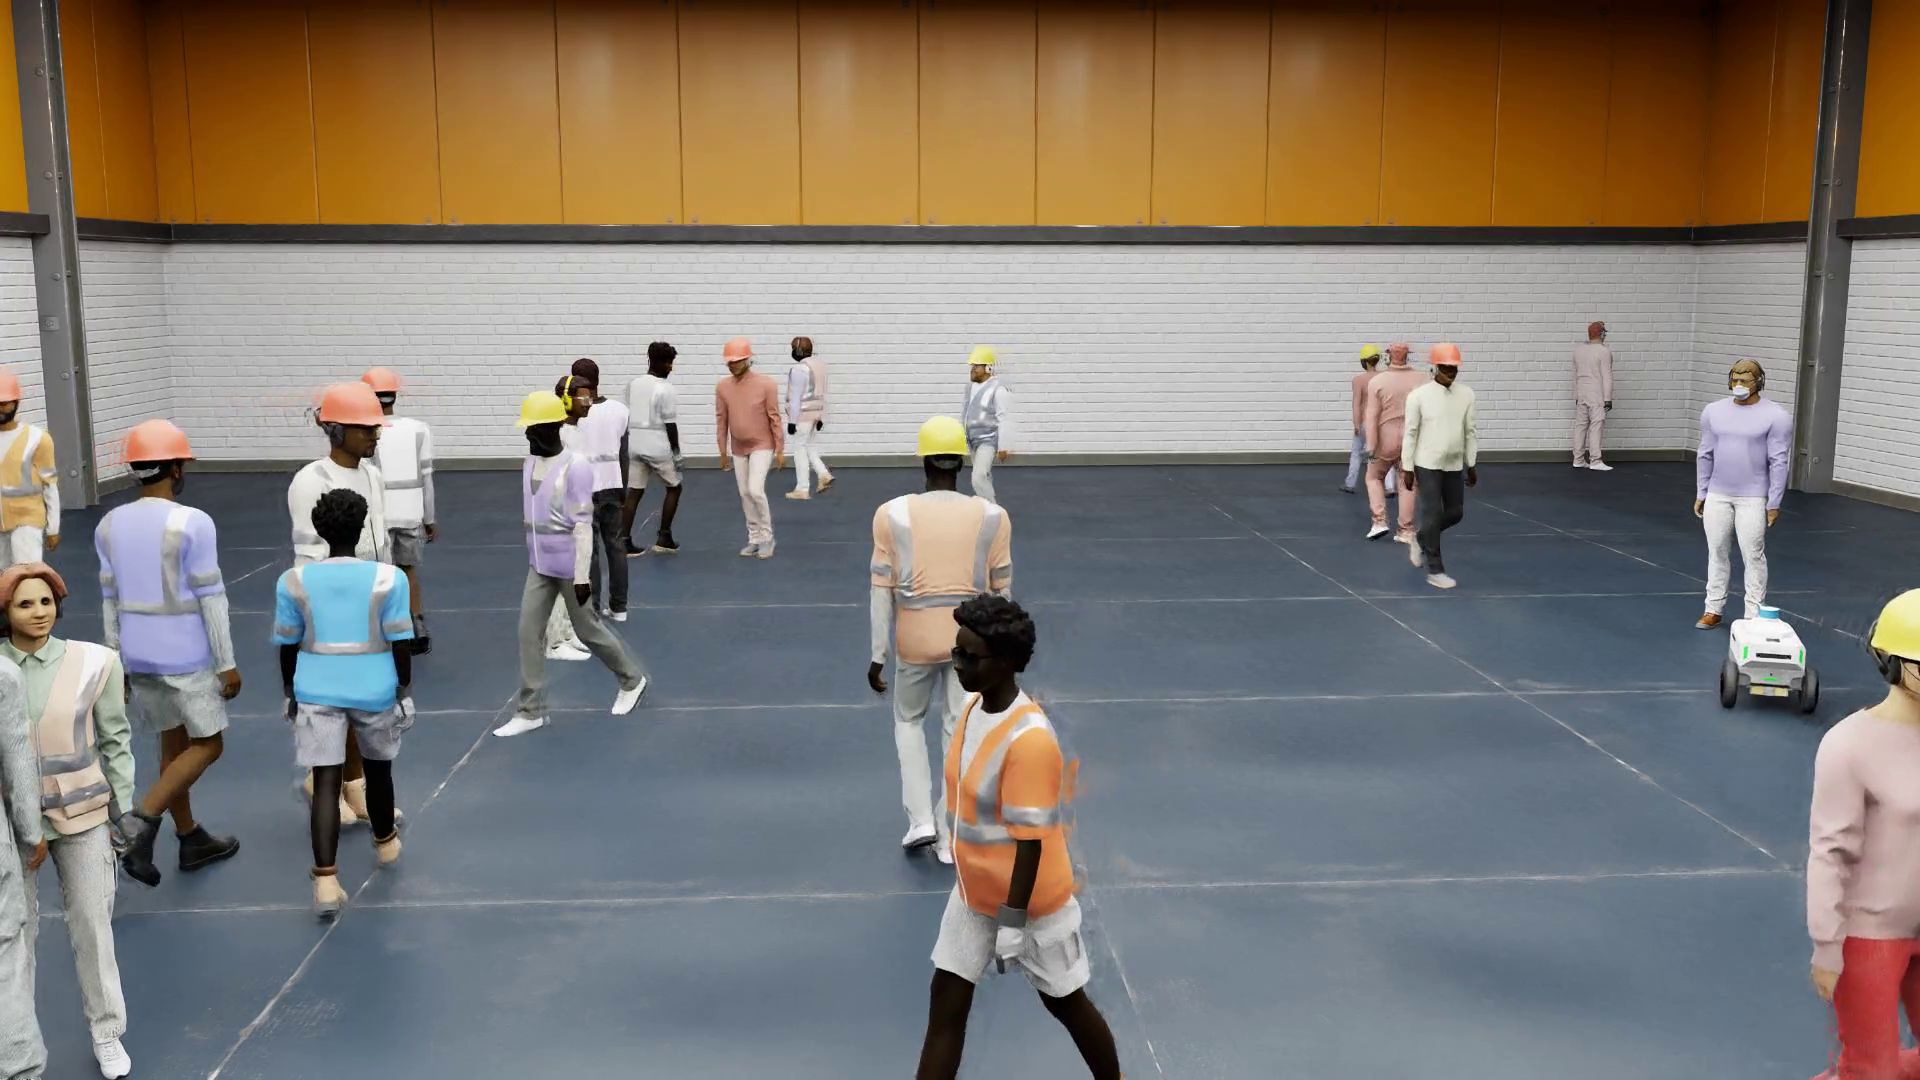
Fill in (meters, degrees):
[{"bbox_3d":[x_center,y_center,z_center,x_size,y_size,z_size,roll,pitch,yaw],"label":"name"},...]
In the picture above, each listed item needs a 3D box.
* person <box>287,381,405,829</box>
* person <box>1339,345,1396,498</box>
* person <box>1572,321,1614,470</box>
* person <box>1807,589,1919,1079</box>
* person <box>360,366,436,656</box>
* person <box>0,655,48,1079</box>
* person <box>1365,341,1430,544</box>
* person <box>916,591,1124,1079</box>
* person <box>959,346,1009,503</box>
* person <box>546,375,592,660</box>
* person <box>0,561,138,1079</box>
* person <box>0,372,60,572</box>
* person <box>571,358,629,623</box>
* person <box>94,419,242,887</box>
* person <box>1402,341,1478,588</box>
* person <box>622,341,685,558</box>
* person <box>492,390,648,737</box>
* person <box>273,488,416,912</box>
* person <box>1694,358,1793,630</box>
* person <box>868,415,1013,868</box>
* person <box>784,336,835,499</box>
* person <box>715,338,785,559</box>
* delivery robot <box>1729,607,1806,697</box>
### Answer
[{"bbox_3d":[-2.682,0.310,7.415,0.418,2.031,0.618,1,9,9],"label":"person"},{"bbox_3d":[4.665,-1.341,18.799,0.536,1.722,0.917,-2,9,-14],"label":"person"},{"bbox_3d":[8.158,-1.849,21.376,0.408,1.913,0.642,-4,10,-22],"label":"person"},{"bbox_3d":[2.325,0.966,4.197,0.536,1.749,0.444,-3,9,-17],"label":"person"},{"bbox_3d":[-3.651,-0.146,10.635,0.557,1.921,0.409,-8,12,-41],"label":"person"},{"bbox_3d":[-2.938,0.877,4.816,0.497,1.739,0.312,-4,10,-26],"label":"person"},{"bbox_3d":[4.070,-0.908,15.560,0.653,1.890,0.534,-1,9,-7],"label":"person"},{"bbox_3d":[0.131,0.956,4.589,0.890,1.649,0.538,-4,10,-25],"label":"person"},{"bbox_3d":[0.189,-0.950,15.997,0.533,1.818,0.589,-6,11,-32],"label":"person"},{"bbox_3d":[-2.540,-0.148,10.874,0.329,1.861,0.506,1,9,4],"label":"person"},{"bbox_3d":[-2.806,0.876,5.095,0.523,1.645,0.306,-5,10,-29],"label":"person"},{"bbox_3d":[-6.049,-0.119,10.604,0.543,1.894,1.011,-1,9,-9],"label":"person"},{"bbox_3d":[-2.606,-0.337,11.879,0.391,1.913,0.587,8,12,40],"label":"person"},{"bbox_3d":[-3.266,0.476,6.758,0.557,1.919,0.675,3,9,17],"label":"person"},{"bbox_3d":[3.854,-0.626,13.494,0.629,1.978,0.721,-3,9,-17],"label":"person"},{"bbox_3d":[-2.716,-0.793,14.710,0.655,1.927,0.670,6,11,35],"label":"person"},{"bbox_3d":[-2.159,0.105,9.225,0.599,1.885,0.941,8,12,41],"label":"person"},{"bbox_3d":[-2.468,0.619,6.702,0.540,1.661,0.859,-2,9,-12],"label":"person"},{"bbox_3d":[5.444,-0.301,11.614,0.368,1.932,0.623,-7,12,-38],"label":"person"},{"bbox_3d":[-0.087,0.428,7.064,0.622,1.909,0.465,-1,9,-8],"label":"person"},{"bbox_3d":[-1.737,-1.360,18.573,0.444,1.831,0.630,3,9,16],"label":"person"},{"bbox_3d":[-1.864,-0.798,14.657,0.640,1.954,0.580,4,10,23],"label":"person"},{"bbox_3d":[4.720,0.634,9.732,0.477,0.478,0.707,3,10,20],"label":"delivery robot"}]
